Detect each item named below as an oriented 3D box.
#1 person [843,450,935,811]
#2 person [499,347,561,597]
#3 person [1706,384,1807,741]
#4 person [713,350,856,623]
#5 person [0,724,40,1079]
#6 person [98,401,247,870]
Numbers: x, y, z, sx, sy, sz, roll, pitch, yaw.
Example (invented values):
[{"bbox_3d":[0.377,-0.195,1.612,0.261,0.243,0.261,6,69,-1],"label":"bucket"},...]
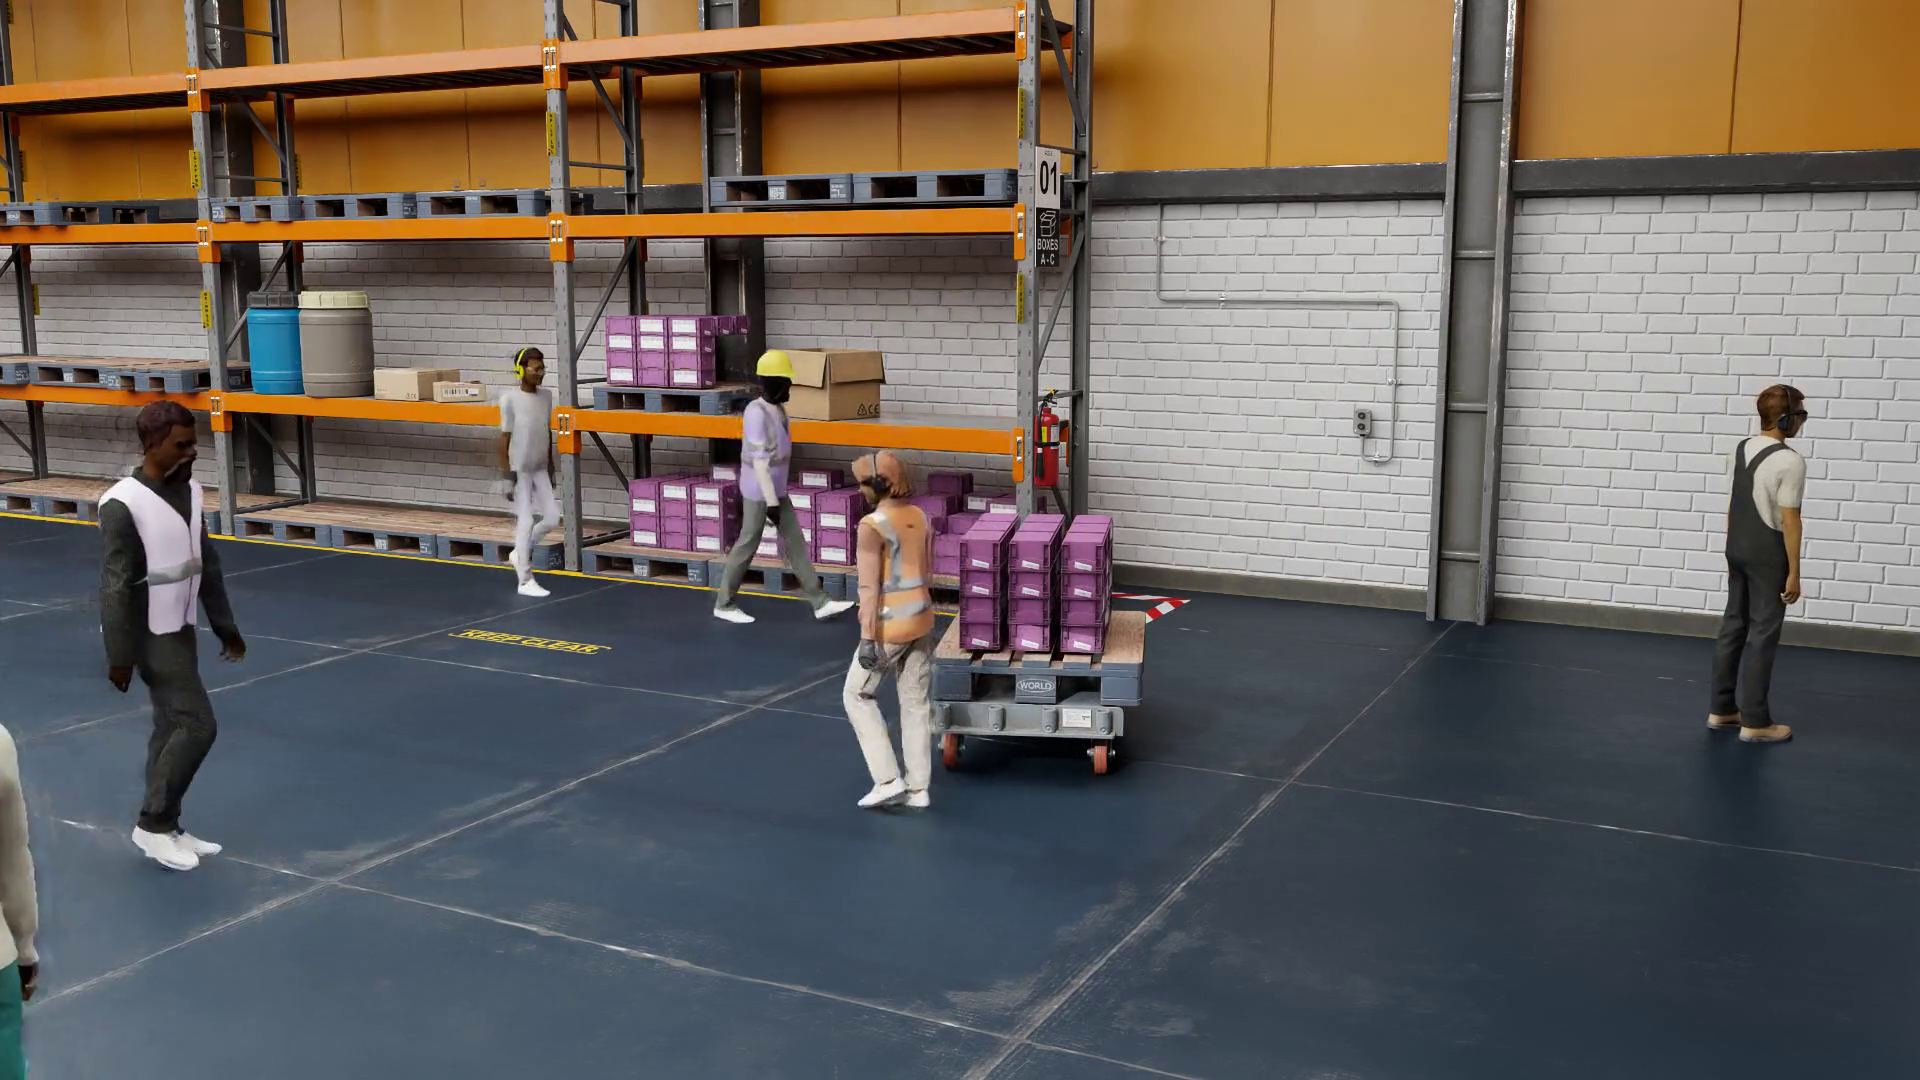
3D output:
[{"bbox_3d":[-0.300,0.409,7.382,0.431,1.618,0.560,5,11,30],"label":"person"},{"bbox_3d":[-3.230,-0.508,12.355,0.478,1.858,0.515,7,11,35],"label":"person"},{"bbox_3d":[4.120,0.122,8.536,0.343,1.841,0.505,-2,9,-13],"label":"person"},{"bbox_3d":[-1.247,-0.343,11.282,1.006,1.869,0.612,2,10,14],"label":"person"},{"bbox_3d":[-2.195,0.965,3.634,0.741,1.746,0.532,3,10,18],"label":"person"},{"bbox_3d":[-3.188,0.385,6.714,0.477,1.897,0.587,0,9,-2],"label":"person"}]
